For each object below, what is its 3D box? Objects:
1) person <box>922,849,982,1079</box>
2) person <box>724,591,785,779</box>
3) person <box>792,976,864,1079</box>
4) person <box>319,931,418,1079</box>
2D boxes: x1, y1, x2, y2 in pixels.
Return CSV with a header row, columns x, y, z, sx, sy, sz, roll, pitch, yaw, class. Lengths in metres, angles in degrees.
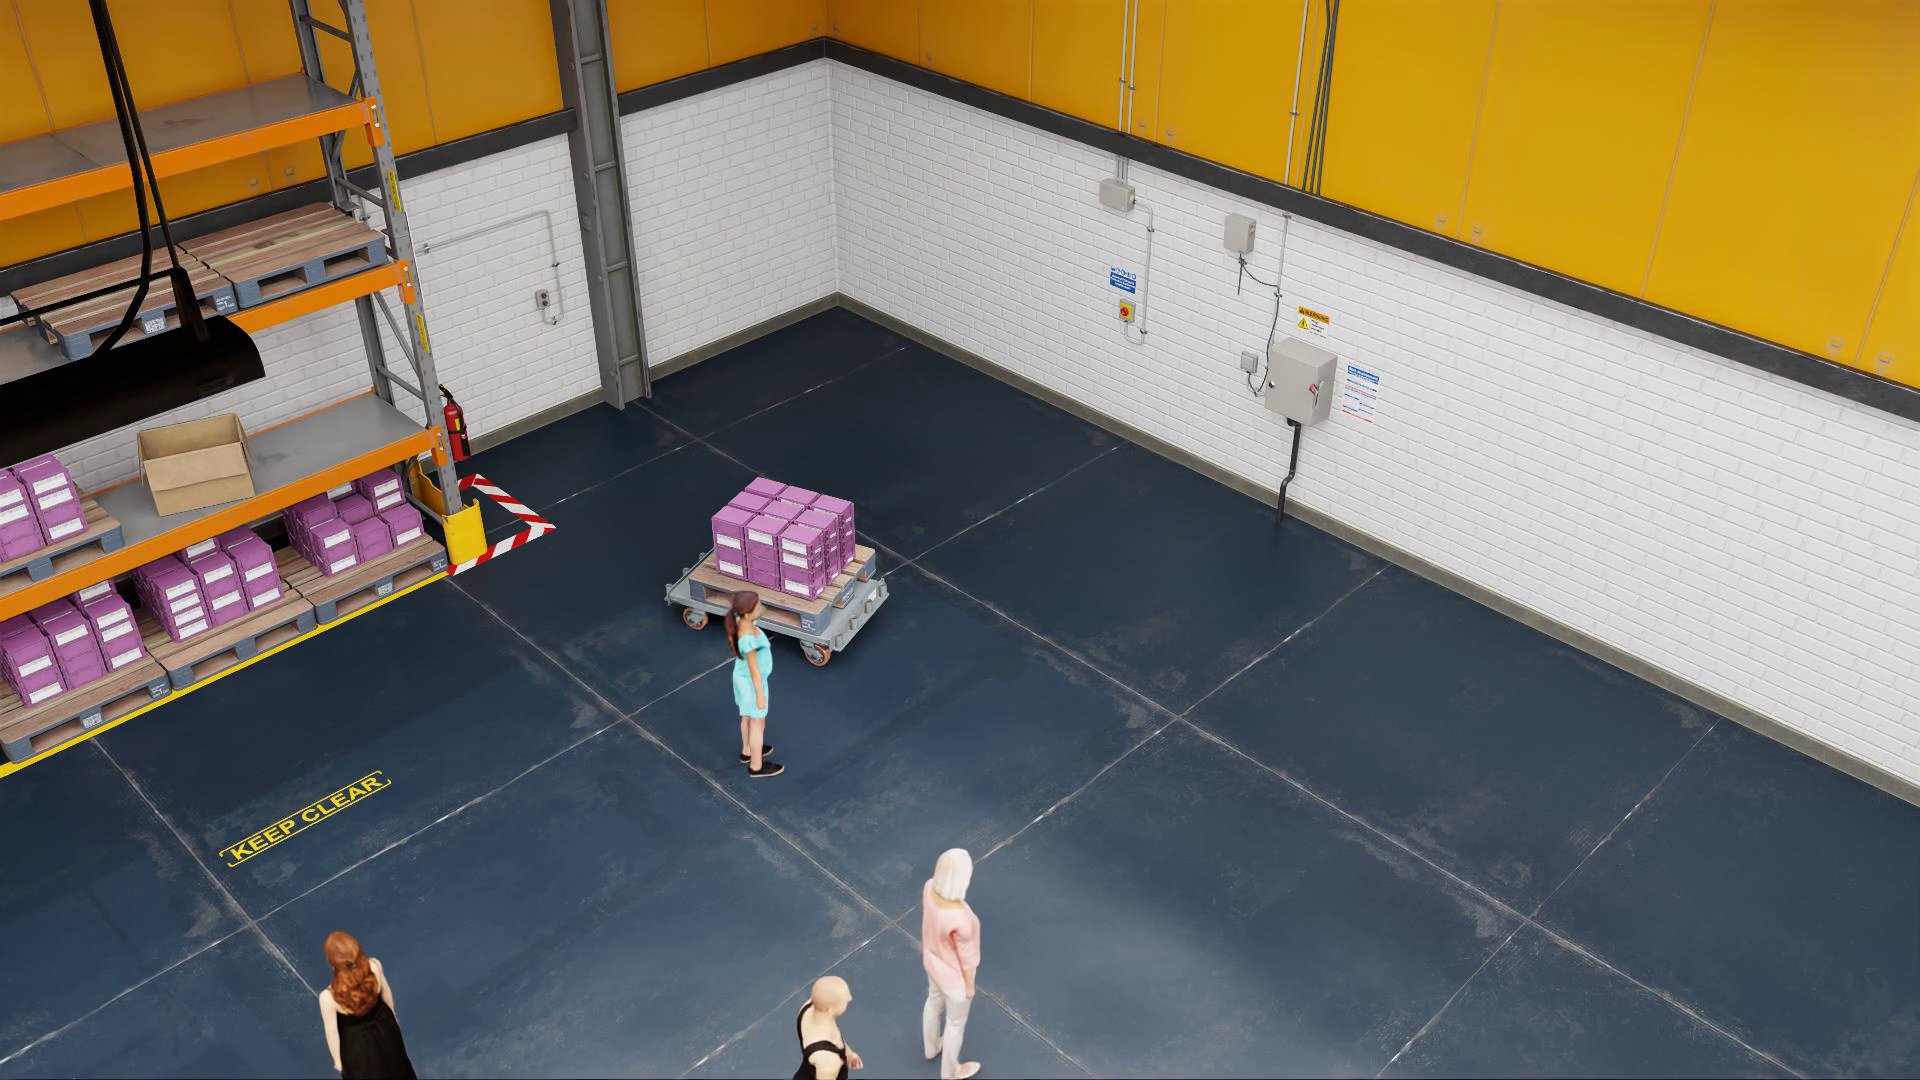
x,y,z,sx,sy,sz,roll,pitch,yaw,class
-0.071,2.443,9.590,0.591,1.725,0.636,-19,38,-26,person
-1.492,1.010,11.896,0.633,1.558,0.621,-13,36,-19,person
-0.827,2.996,8.726,1.242,1.761,0.974,-15,37,-22,person
-3.257,2.773,9.187,0.656,1.621,0.540,22,39,29,person
